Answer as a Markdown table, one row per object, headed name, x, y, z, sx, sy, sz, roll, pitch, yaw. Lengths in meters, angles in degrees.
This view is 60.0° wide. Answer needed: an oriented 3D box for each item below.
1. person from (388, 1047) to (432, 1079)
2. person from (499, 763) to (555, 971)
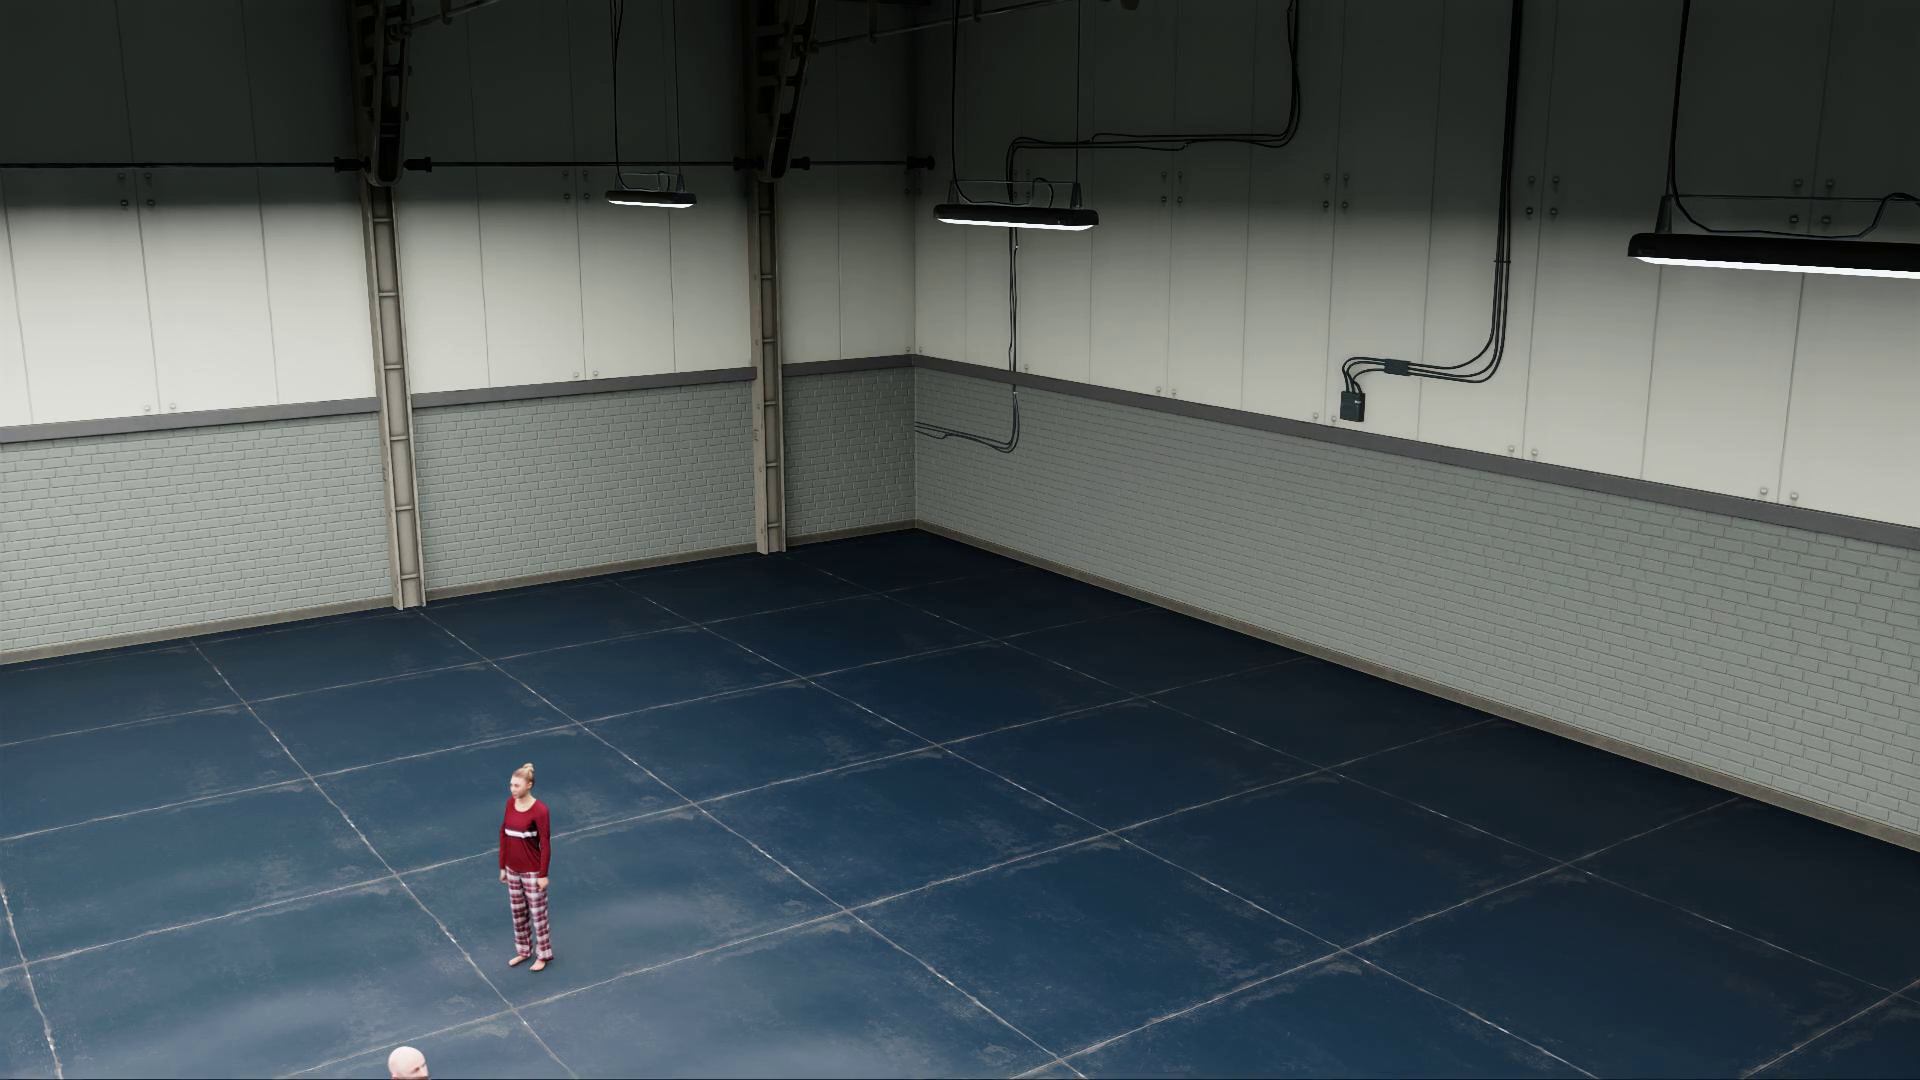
| name | x | y | z | sx | sy | sz | roll | pitch | yaw |
| --- | --- | --- | --- | --- | --- | --- | --- | --- | --- |
| person | -2.950 | 3.572 | 8.982 | 0.826 | 1.837 | 0.725 | 5 | 14 | 19 |
| person | -3.488 | 2.625 | 13.378 | 0.683 | 1.697 | 0.681 | 6 | 14 | 23 |
